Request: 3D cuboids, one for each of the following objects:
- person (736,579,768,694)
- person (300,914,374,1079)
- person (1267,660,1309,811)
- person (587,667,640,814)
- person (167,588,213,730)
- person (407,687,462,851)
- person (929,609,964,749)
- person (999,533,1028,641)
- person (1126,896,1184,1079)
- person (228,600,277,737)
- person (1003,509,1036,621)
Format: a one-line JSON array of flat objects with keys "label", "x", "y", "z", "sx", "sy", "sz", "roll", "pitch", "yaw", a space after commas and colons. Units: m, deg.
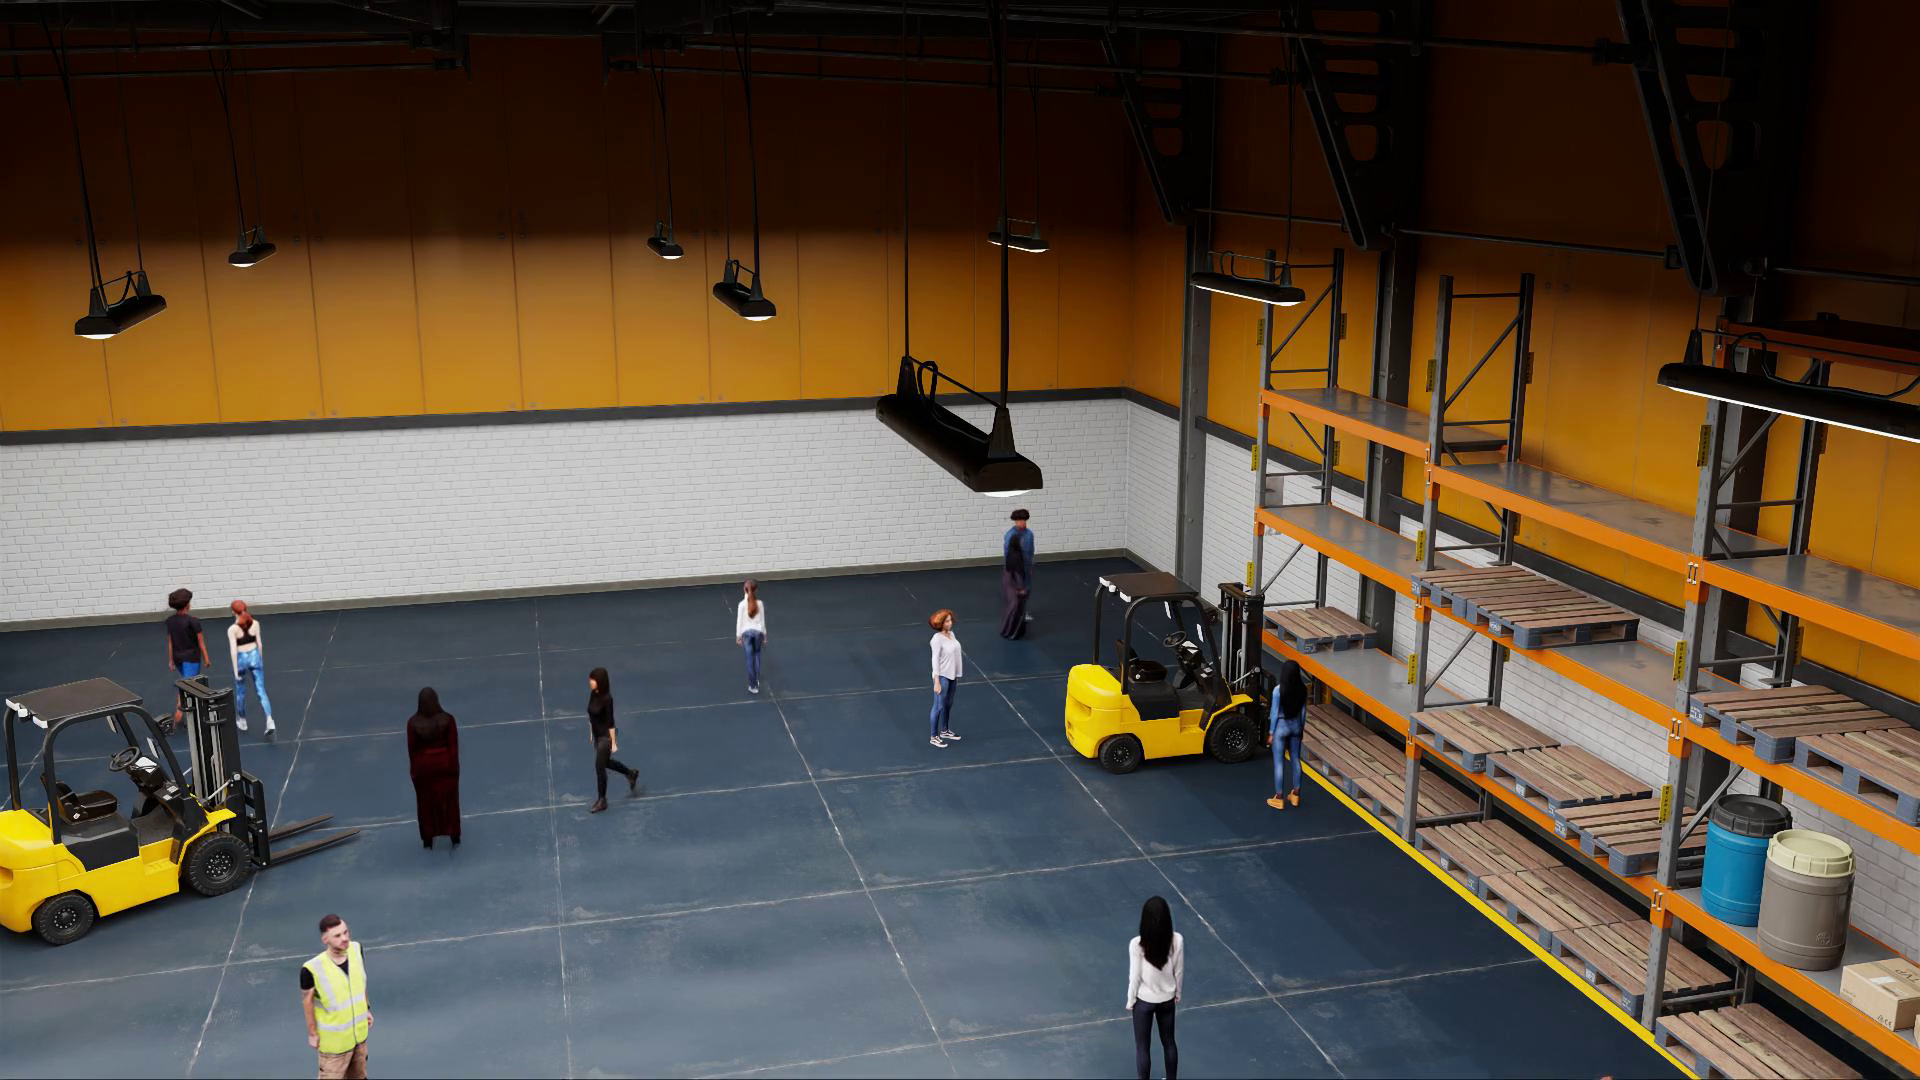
[{"label": "person", "x": -2.776, "y": 1.315, "z": 22.402, "sx": 0.605, "sy": 1.541, "sz": 0.724, "roll": -6, "pitch": 15, "yaw": -25}, {"label": "person", "x": -4.561, "y": 3.610, "z": 12.276, "sx": 0.915, "sy": 1.846, "sz": 0.855, "roll": 8, "pitch": 16, "yaw": 29}, {"label": "person", "x": 3.665, "y": 2.156, "z": 18.563, "sx": 0.617, "sy": 1.713, "sz": 0.536, "roll": -5, "pitch": 15, "yaw": -20}, {"label": "person", "x": -3.908, "y": 2.195, "z": 18.601, "sx": 0.939, "sy": 1.620, "sz": 1.006, "roll": -13, "pitch": 19, "yaw": -43}, {"label": "person", "x": -9.821, "y": 1.531, "z": 21.043, "sx": 0.980, "sy": 1.761, "sz": 1.252, "roll": 3, "pitch": 14, "yaw": 12}, {"label": "person", "x": -5.522, "y": 2.395, "z": 17.487, "sx": 0.665, "sy": 1.756, "sz": 0.614, "roll": -5, "pitch": 14, "yaw": -18}, {"label": "person", "x": -0.200, "y": 1.671, "z": 20.574, "sx": 0.811, "sy": 1.711, "sz": 0.754, "roll": 8, "pitch": 16, "yaw": 30}, {"label": "person", "x": 0.825, "y": 0.663, "z": 24.972, "sx": 0.876, "sy": 1.599, "sz": 0.686, "roll": -5, "pitch": 14, "yaw": -19}, {"label": "person", "x": 1.506, "y": 3.545, "z": 12.855, "sx": 0.610, "sy": 1.700, "sz": 0.539, "roll": -4, "pitch": 14, "yaw": -17}, {"label": "person", "x": -8.818, "y": 1.615, "z": 20.710, "sx": 0.908, "sy": 1.755, "sz": 1.213, "roll": -11, "pitch": 18, "yaw": -39}, {"label": "person", "x": 0.891, "y": 0.385, "z": 25.708, "sx": 0.702, "sy": 1.794, "sz": 0.650, "roll": -4, "pitch": 14, "yaw": -18}]
